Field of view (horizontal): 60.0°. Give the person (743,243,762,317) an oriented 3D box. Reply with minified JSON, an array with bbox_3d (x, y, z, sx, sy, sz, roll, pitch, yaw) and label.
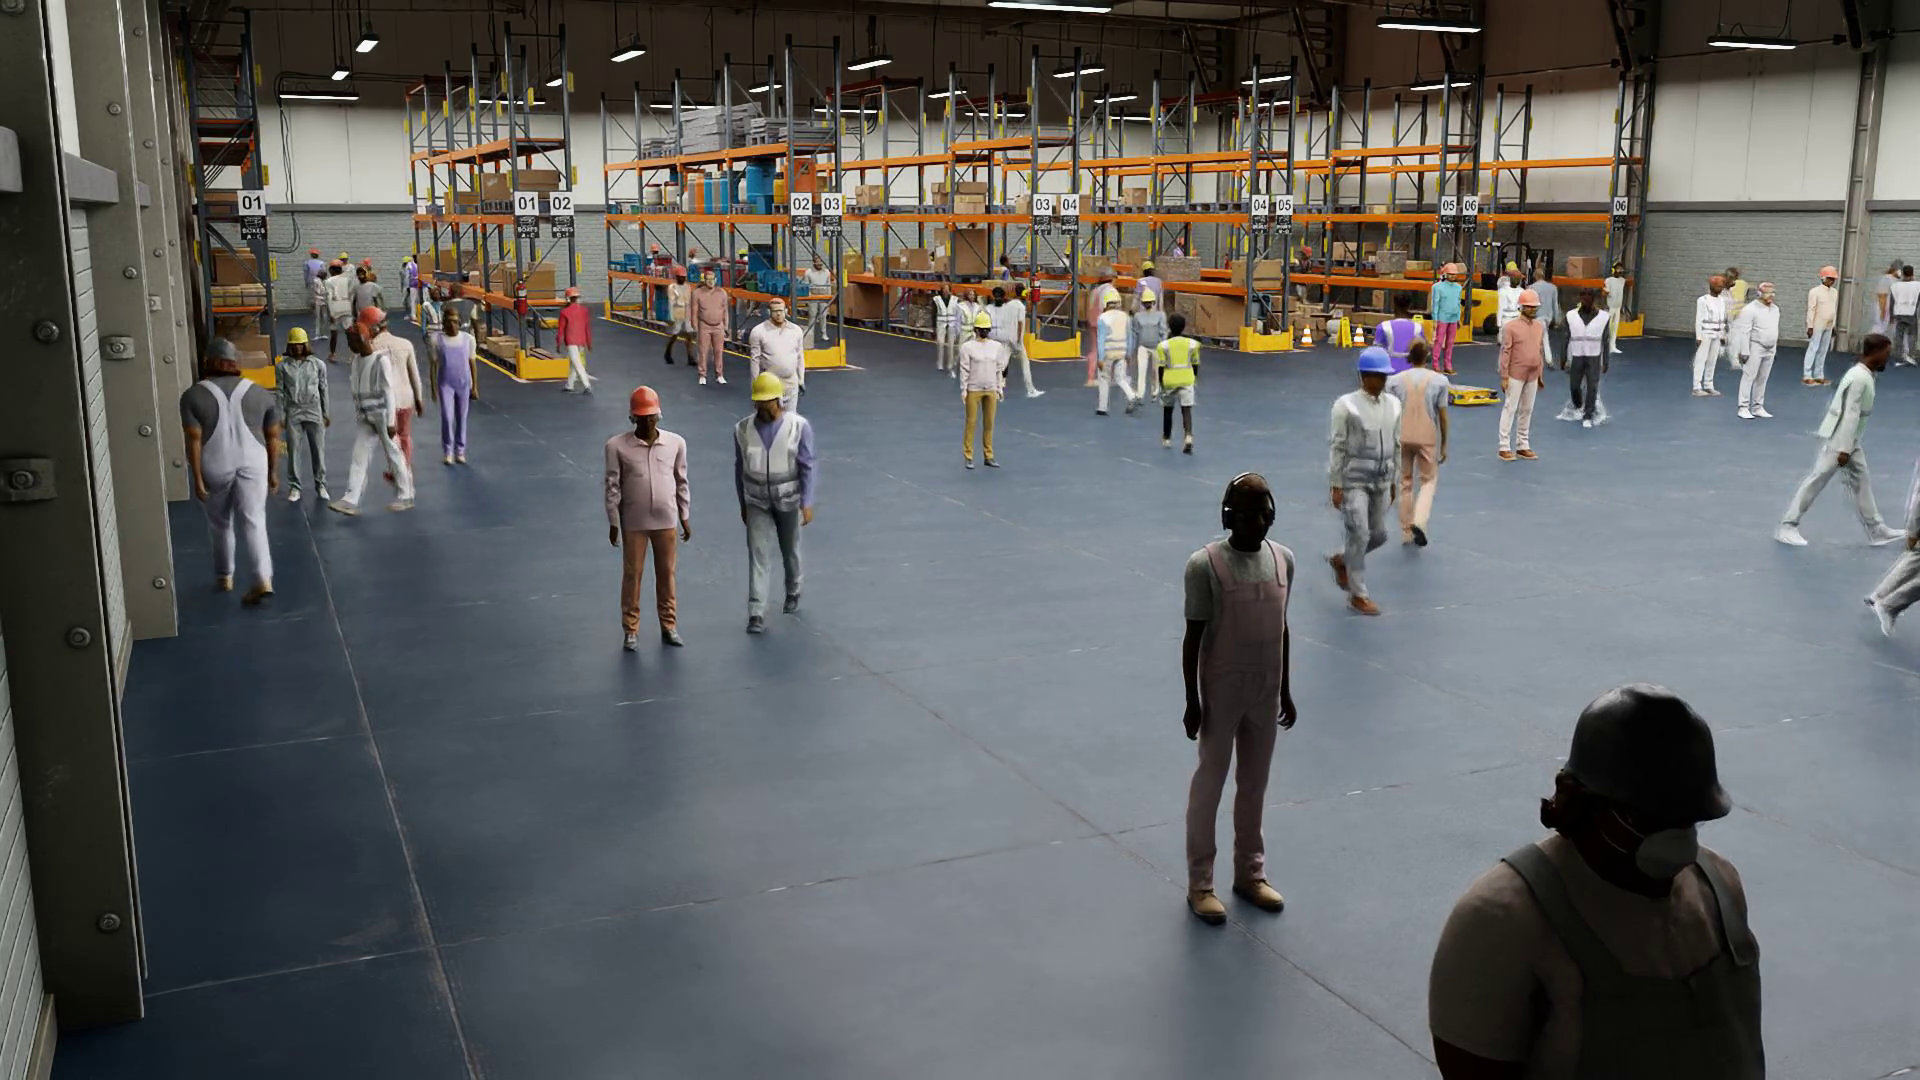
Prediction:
[{"bbox_3d":[-5.697,-7.170,45.964,0.616,2.041,0.379,-5,12,-23],"label":"person"}]

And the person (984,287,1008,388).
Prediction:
[{"bbox_3d":[0.609,-3.282,27.142,0.542,1.661,0.769,3,12,16],"label":"person"}]

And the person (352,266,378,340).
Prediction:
[{"bbox_3d":[-11.707,-4.471,32.785,0.527,1.837,0.740,-2,11,-12],"label":"person"}]

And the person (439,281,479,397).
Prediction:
[{"bbox_3d":[-7.861,-3.155,26.149,0.570,1.817,0.885,-3,12,-15],"label":"person"}]

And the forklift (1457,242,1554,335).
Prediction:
[{"bbox_3d":[13.047,-6.049,39.881,2.313,2.155,1.214,-5,12,-23],"label":"forklift"}]

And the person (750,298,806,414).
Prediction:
[{"bbox_3d":[-2.079,-1.820,19.123,0.655,1.906,0.407,-5,12,-23],"label":"person"}]

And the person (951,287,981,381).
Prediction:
[{"bbox_3d":[0.101,-3.503,28.410,0.519,1.623,0.463,-7,13,-32],"label":"person"}]

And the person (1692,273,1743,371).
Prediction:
[{"bbox_3d":[13.962,-3.989,30.472,0.948,1.809,0.514,7,13,32],"label":"person"}]

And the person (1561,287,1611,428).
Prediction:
[{"bbox_3d":[8.471,-2.481,22.510,0.636,1.891,0.567,6,13,29],"label":"person"}]

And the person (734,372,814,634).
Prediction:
[{"bbox_3d":[-1.297,-0.296,11.688,0.586,1.790,0.910,1,11,4],"label":"person"}]

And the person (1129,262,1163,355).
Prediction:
[{"bbox_3d":[3.761,-4.727,33.954,0.579,1.875,0.930,-7,13,-31],"label":"person"}]

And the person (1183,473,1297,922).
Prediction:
[{"bbox_3d":[1.147,0.634,6.805,0.520,1.844,0.330,-5,12,-23],"label":"person"}]

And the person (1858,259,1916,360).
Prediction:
[{"bbox_3d":[18.442,-4.603,32.926,0.697,2.000,0.972,-5,12,-25],"label":"person"}]

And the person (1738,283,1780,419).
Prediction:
[{"bbox_3d":[11.254,-2.655,23.368,0.655,1.906,0.407,-5,12,-23],"label":"person"}]

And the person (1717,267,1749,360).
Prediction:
[{"bbox_3d":[15.080,-4.429,32.602,0.642,1.819,0.622,-1,11,-7],"label":"person"}]

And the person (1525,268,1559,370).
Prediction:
[{"bbox_3d":[10.798,-4.094,30.838,0.640,1.865,1.078,-2,11,-12],"label":"person"}]

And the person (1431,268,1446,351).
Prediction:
[{"bbox_3d":[10.057,-4.789,34.599,0.575,1.749,0.335,-5,12,-23],"label":"person"}]

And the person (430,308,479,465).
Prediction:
[{"bbox_3d":[-5.784,-1.752,19.043,0.505,1.805,0.625,-5,12,-26],"label":"person"}]

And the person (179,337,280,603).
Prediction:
[{"bbox_3d":[-5.412,-0.569,12.424,0.692,2.000,1.072,-7,13,-32],"label":"person"}]

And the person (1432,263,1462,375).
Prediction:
[{"bbox_3d":[8.651,-3.909,29.513,0.625,1.992,0.388,-5,12,-23],"label":"person"}]

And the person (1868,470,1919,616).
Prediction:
[{"bbox_3d":[6.866,-0.218,11.746,0.576,1.603,0.681,-11,16,-44],"label":"person"}]

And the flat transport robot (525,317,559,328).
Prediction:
[{"bbox_3d":[-10.523,-5.511,42.049,0.652,0.197,1.431,-8,14,-35],"label":"flat transport robot"}]

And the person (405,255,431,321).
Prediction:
[{"bbox_3d":[-14.496,-6.786,44.524,0.637,1.842,0.429,-5,12,-23],"label":"person"}]

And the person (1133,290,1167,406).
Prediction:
[{"bbox_3d":[2.870,-2.913,25.146,0.528,1.723,0.906,3,11,14],"label":"person"}]

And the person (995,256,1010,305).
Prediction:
[{"bbox_3d":[0.991,-5.693,38.911,0.384,1.877,0.735,-4,12,-18],"label":"person"}]

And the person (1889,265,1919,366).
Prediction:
[{"bbox_3d":[17.863,-4.234,31.403,0.608,1.902,0.455,8,14,37],"label":"person"}]

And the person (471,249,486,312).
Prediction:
[{"bbox_3d":[-14.021,-7.525,48.275,0.575,1.841,0.374,-5,12,-23],"label":"person"}]

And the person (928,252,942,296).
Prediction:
[{"bbox_3d":[-0.635,-7.016,45.769,0.604,1.821,0.807,0,11,-1],"label":"person"}]

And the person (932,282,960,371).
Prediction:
[{"bbox_3d":[-0.236,-3.901,30.438,0.520,1.619,0.599,-2,11,-8],"label":"person"}]

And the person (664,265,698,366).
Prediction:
[{"bbox_3d":[-5.328,-4.250,31.501,0.557,1.904,0.943,-10,15,-43],"label":"person"}]

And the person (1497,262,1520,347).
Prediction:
[{"bbox_3d":[11.821,-5.063,35.793,0.603,1.830,0.404,-5,12,-23],"label":"person"}]

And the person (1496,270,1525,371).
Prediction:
[{"bbox_3d":[9.880,-3.862,29.606,0.598,1.861,0.529,-5,12,-26],"label":"person"}]

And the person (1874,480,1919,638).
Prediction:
[{"bbox_3d":[6.345,-0.099,10.853,0.492,1.719,0.730,-4,12,-21],"label":"person"}]

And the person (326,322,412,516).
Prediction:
[{"bbox_3d":[-5.665,-1.139,15.849,0.647,1.826,0.969,7,13,31],"label":"person"}]
